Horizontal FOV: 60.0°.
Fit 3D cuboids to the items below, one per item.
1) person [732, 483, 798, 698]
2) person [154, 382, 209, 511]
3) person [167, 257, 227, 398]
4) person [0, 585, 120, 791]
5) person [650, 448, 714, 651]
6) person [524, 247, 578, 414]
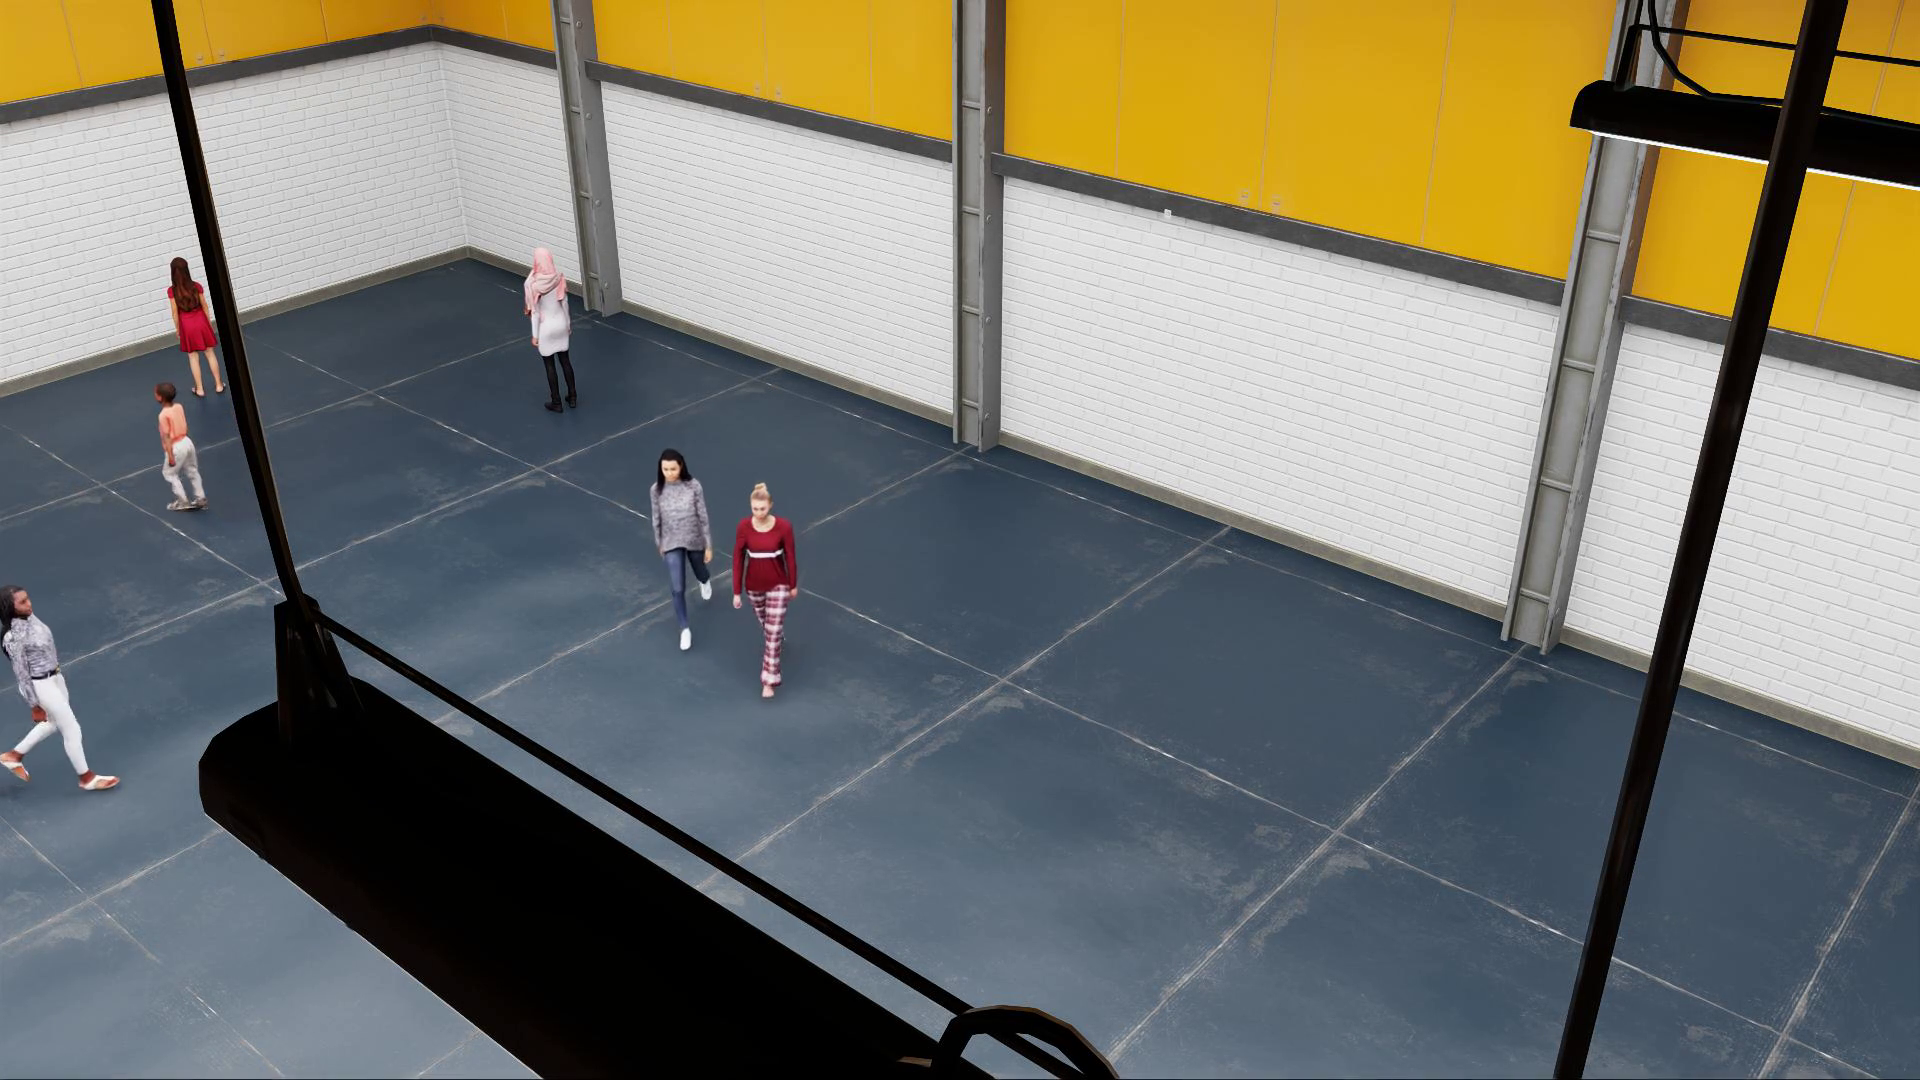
[{"bbox_3d":[-1.512,0.328,13.091,1.120,1.657,1.098,2,29,3],"label":"person"},{"bbox_3d":[-7.296,-0.860,15.640,0.675,1.301,0.612,7,29,13],"label":"person"},{"bbox_3d":[-8.323,-2.326,18.064,0.625,1.553,0.686,-16,33,-27],"label":"person"},{"bbox_3d":[-6.514,1.065,11.690,1.039,1.704,1.020,-4,29,-8],"label":"person"},{"bbox_3d":[-2.252,-0.010,13.654,1.047,1.711,1.120,-4,29,-8],"label":"person"},{"bbox_3d":[-4.332,-2.231,17.628,0.657,1.803,0.616,-24,37,-37],"label":"person"}]
